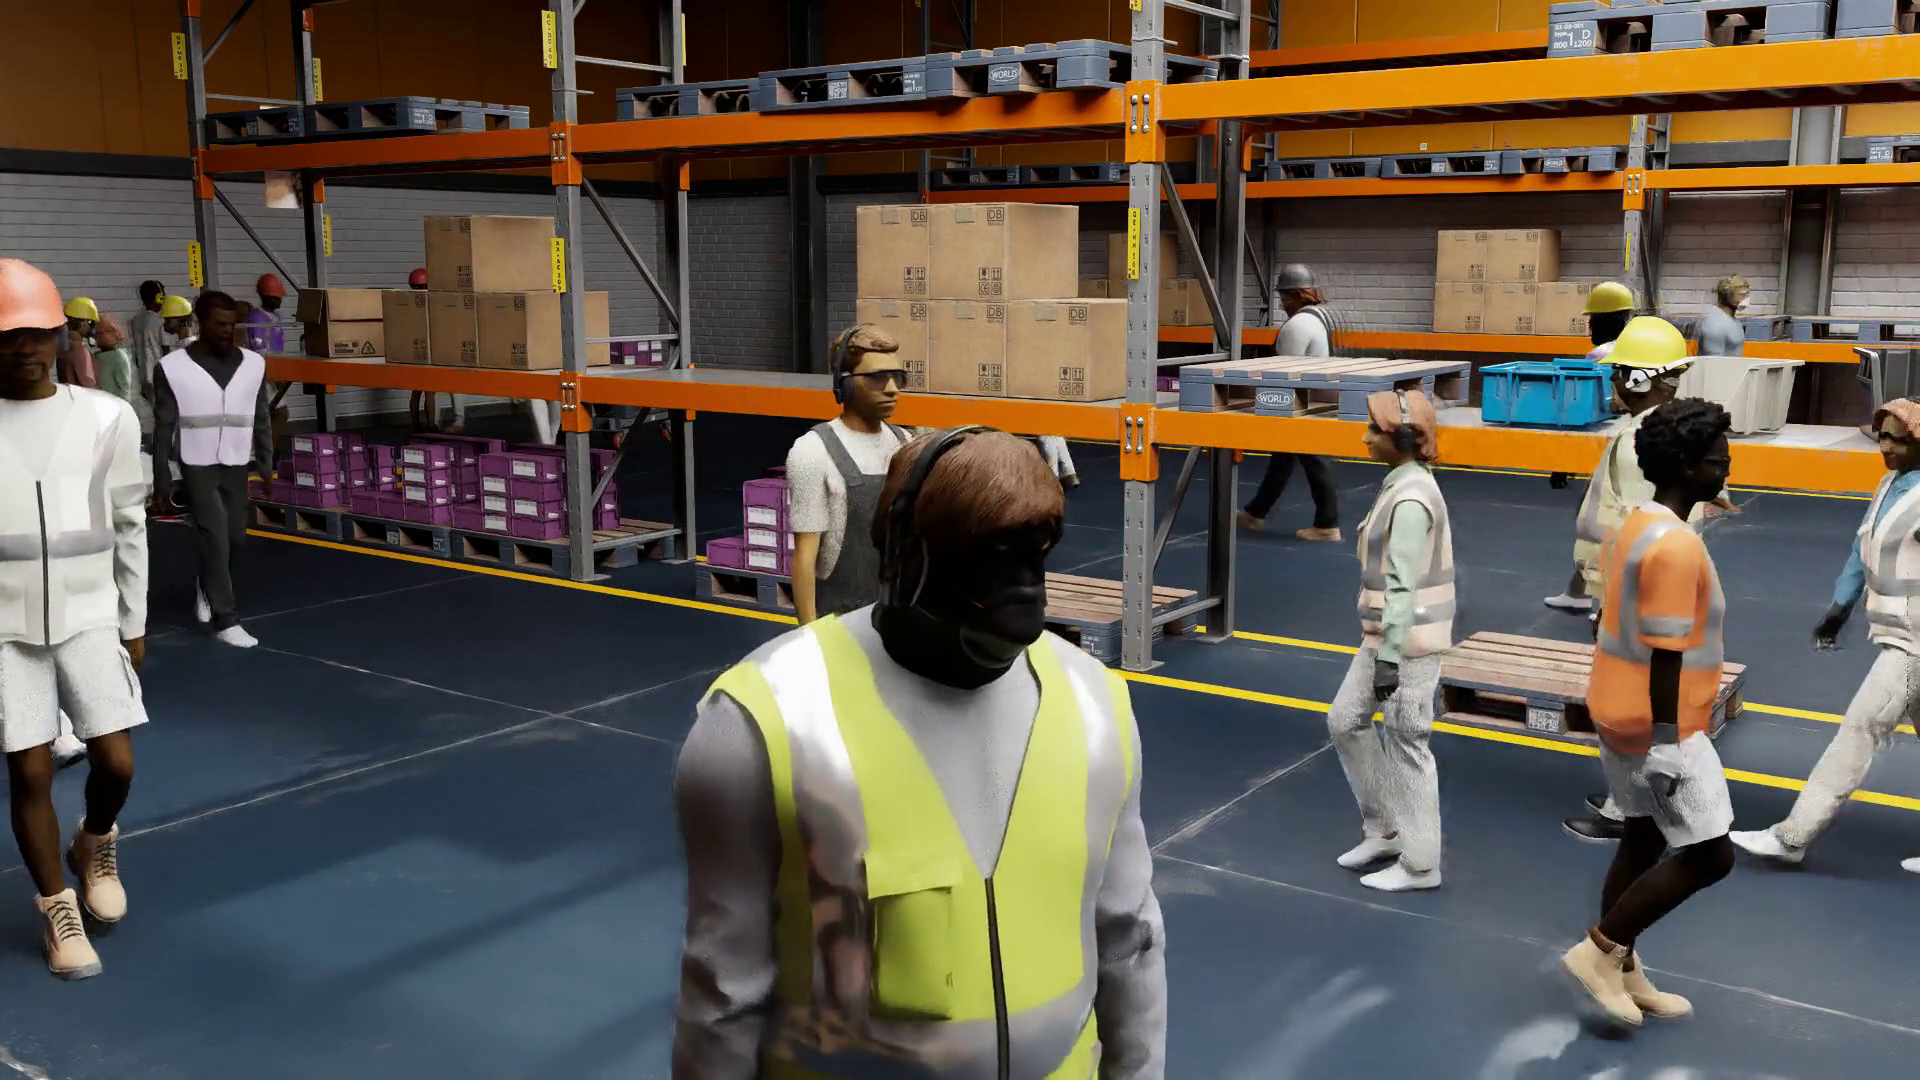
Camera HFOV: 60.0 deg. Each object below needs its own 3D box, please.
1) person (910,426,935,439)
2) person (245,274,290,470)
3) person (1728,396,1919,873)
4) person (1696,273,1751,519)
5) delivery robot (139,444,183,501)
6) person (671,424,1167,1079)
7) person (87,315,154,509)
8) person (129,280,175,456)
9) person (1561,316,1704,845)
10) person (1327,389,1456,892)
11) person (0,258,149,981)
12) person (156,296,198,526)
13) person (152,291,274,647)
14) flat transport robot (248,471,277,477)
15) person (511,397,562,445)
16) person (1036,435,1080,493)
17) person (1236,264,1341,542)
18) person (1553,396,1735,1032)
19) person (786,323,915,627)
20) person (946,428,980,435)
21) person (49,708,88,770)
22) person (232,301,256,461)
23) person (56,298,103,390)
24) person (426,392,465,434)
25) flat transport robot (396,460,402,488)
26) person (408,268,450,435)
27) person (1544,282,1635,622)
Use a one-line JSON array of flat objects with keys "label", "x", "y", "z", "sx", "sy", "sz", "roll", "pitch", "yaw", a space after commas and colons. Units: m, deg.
[{"label": "person", "x": -0.286, "y": -1.198, "z": 13.682, "sx": 0.323, "sy": 1.871, "sz": 0.530, "roll": 4, "pitch": 11, "yaw": 25}, {"label": "person", "x": -6.473, "y": -1.539, "z": 15.654, "sx": 0.470, "sy": 1.900, "sz": 0.553, "roll": 1, "pitch": 10, "yaw": 4}, {"label": "person", "x": 2.978, "y": 0.328, "z": 5.399, "sx": 0.869, "sy": 1.589, "sz": 0.536, "roll": 3, "pitch": 10, "yaw": 18}, {"label": "person", "x": 5.957, "y": -1.104, "z": 12.957, "sx": 0.596, "sy": 1.917, "sz": 0.656, "roll": 7, "pitch": 12, "yaw": 37}, {"label": "delivery robot", "x": -6.541, "y": -0.519, "z": 13.267, "sx": 0.707, "sy": 0.478, "sz": 0.477, "roll": -7, "pitch": 12, "yaw": -36}, {"label": "person", "x": -0.032, "y": 0.765, "z": 2.102, "sx": 0.677, "sy": 1.830, "sz": 0.535, "roll": -5, "pitch": 11, "yaw": -26}, {"label": "person", "x": -6.583, "y": -0.959, "z": 13.034, "sx": 0.505, "sy": 1.613, "sz": 0.571, "roll": 8, "pitch": 12, "yaw": 38}, {"label": "person", "x": -7.288, "y": -1.432, "z": 15.140, "sx": 0.547, "sy": 1.847, "sz": 0.411, "roll": 5, "pitch": 11, "yaw": 26}, {"label": "person", "x": 2.339, "y": 0.148, "z": 5.776, "sx": 0.403, "sy": 1.834, "sz": 0.588, "roll": 7, "pitch": 12, "yaw": 36}, {"label": "person", "x": 1.356, "y": 0.331, "z": 5.284, "sx": 0.463, "sy": 1.618, "sz": 0.551, "roll": 2, "pitch": 10, "yaw": 10}, {"label": "person", "x": -2.589, "y": 0.234, "z": 4.689, "sx": 0.616, "sy": 2.028, "sz": 0.465, "roll": -7, "pitch": 12, "yaw": -36}, {"label": "person", "x": -5.936, "y": -0.989, "z": 12.782, "sx": 0.339, "sy": 1.760, "sz": 0.528, "roll": -4, "pitch": 10, "yaw": -21}, {"label": "person", "x": -4.035, "y": -0.398, "z": 8.930, "sx": 0.868, "sy": 1.880, "sz": 0.638, "roll": 8, "pitch": 13, "yaw": 40}, {"label": "flat transport robot", "x": -5.721, "y": -0.461, "z": 14.042, "sx": 1.431, "sy": 0.197, "sz": 0.652, "roll": -8, "pitch": 12, "yaw": -38}, {"label": "person", "x": -3.517, "y": -1.247, "z": 14.091, "sx": 0.588, "sy": 1.838, "sz": 1.004, "roll": -5, "pitch": 11, "yaw": -27}, {"label": "person", "x": 0.747, "y": -1.288, "z": 14.078, "sx": 0.414, "sy": 1.921, "sz": 0.668, "roll": 6, "pitch": 11, "yaw": 33}, {"label": "person", "x": 2.365, "y": -1.018, "z": 12.102, "sx": 0.970, "sy": 2.000, "sz": 0.702, "roll": 4, "pitch": 10, "yaw": 21}, {"label": "person", "x": 1.816, "y": 0.468, "z": 4.299, "sx": 0.369, "sy": 1.683, "sz": 0.547, "roll": 2, "pitch": 10, "yaw": 14}, {"label": "person", "x": -0.293, "y": 0.281, "z": 4.948, "sx": 0.327, "sy": 1.843, "sz": 0.514, "roll": 7, "pitch": 12, "yaw": 38}, {"label": "person", "x": 0.085, "y": -1.618, "z": 15.901, "sx": 0.613, "sy": 1.962, "sz": 0.364, "roll": -6, "pitch": 11, "yaw": -33}, {"label": "person", "x": -3.674, "y": 0.004, "z": 6.644, "sx": 0.933, "sy": 1.825, "sz": 0.557, "roll": 8, "pitch": 12, "yaw": 38}, {"label": "person", "x": -7.189, "y": -1.611, "z": 16.878, "sx": 0.533, "sy": 1.613, "sz": 0.674, "roll": 3, "pitch": 10, "yaw": 15}, {"label": "person", "x": -6.309, "y": -0.860, "z": 12.001, "sx": 0.523, "sy": 1.760, "sz": 0.327, "roll": 9, "pitch": 13, "yaw": 44}, {"label": "person", "x": -6.060, "y": -2.140, "z": 19.434, "sx": 0.631, "sy": 1.832, "sz": 0.434, "roll": 1, "pitch": 10, "yaw": 6}, {"label": "flat transport robot", "x": -4.701, "y": -0.628, "z": 15.041, "sx": 1.431, "sy": 0.197, "sz": 0.652, "roll": -9, "pitch": 13, "yaw": -42}, {"label": "person", "x": -6.007, "y": -2.069, "z": 18.653, "sx": 0.545, "sy": 1.942, "sz": 0.350, "roll": 6, "pitch": 11, "yaw": 33}, {"label": "person", "x": 3.536, "y": -0.478, "z": 9.290, "sx": 0.791, "sy": 1.896, "sz": 0.594, "roll": 9, "pitch": 13, "yaw": 44}]
